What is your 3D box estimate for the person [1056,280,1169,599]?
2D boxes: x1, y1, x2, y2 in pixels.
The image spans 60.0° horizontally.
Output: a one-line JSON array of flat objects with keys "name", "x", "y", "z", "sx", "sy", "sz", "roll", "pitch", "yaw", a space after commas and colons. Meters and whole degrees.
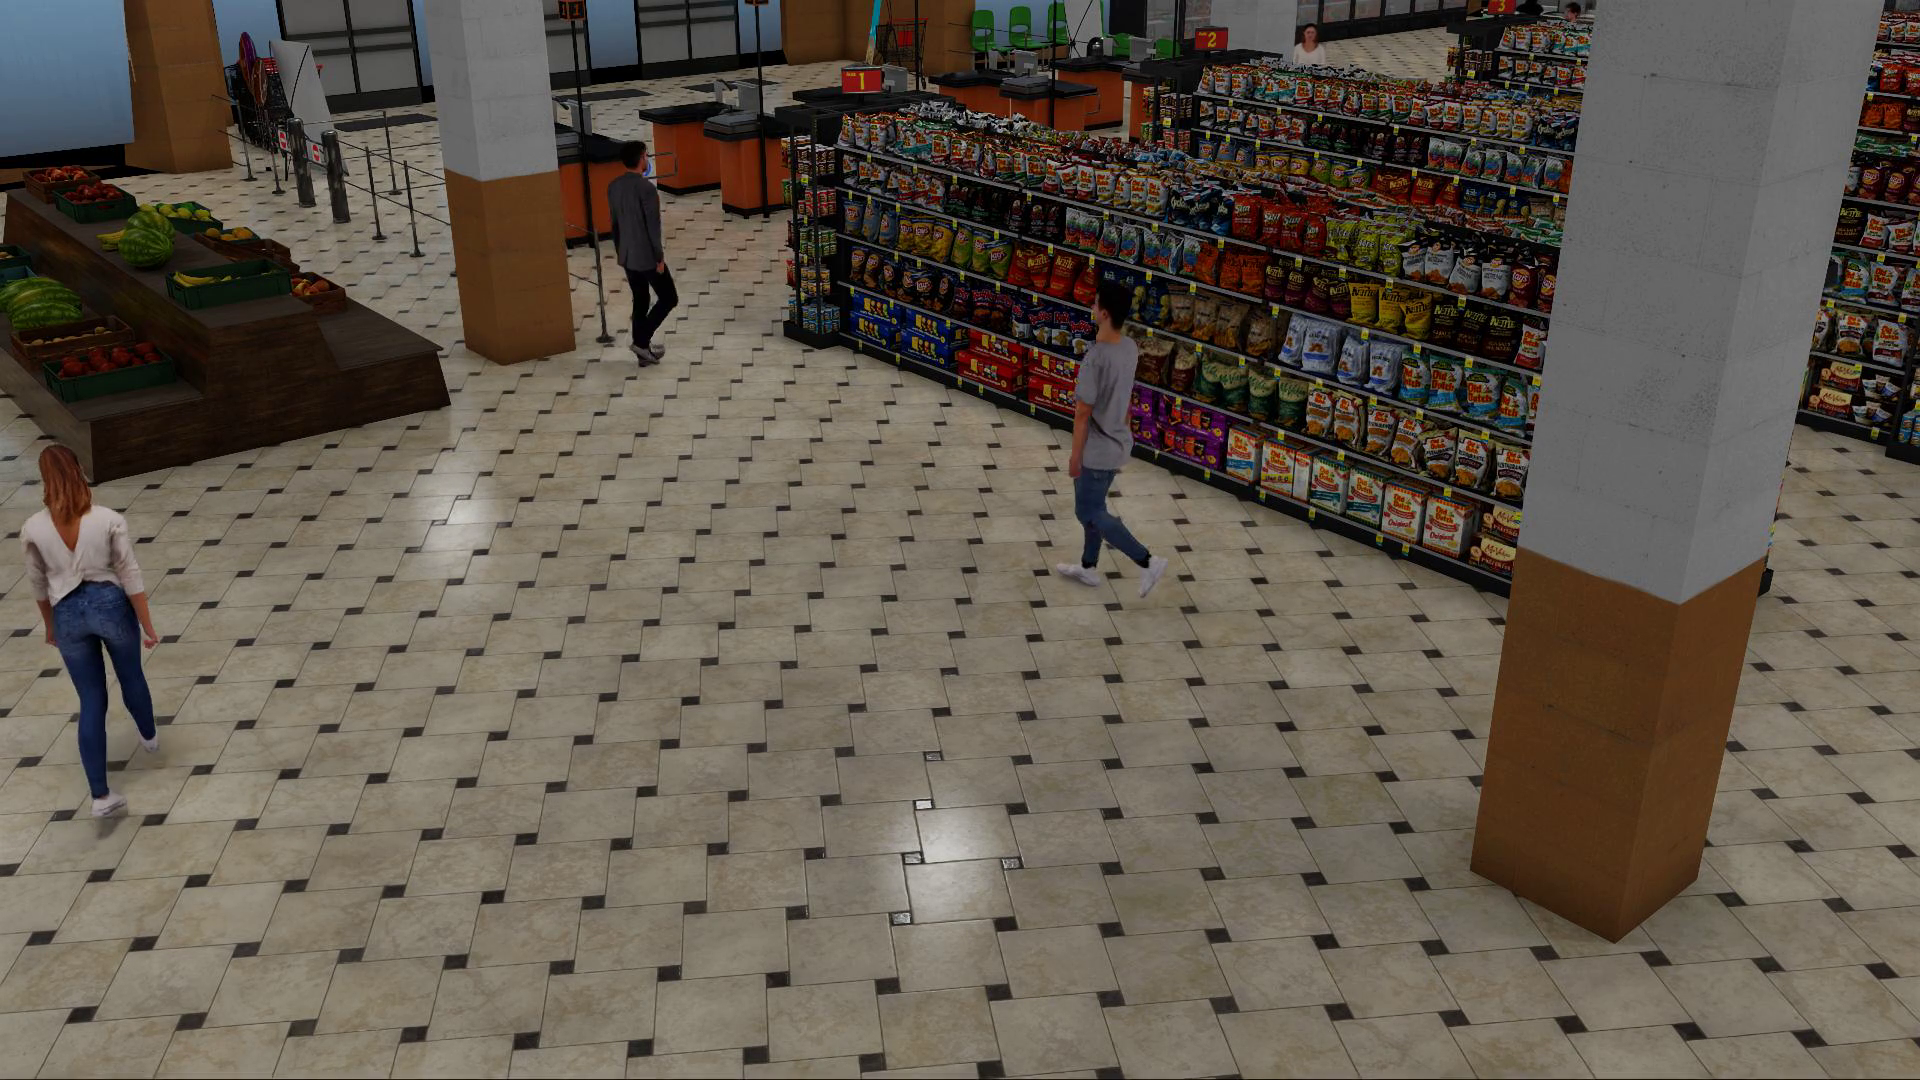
[{"name": "person", "x": 0.890, "y": -0.535, "z": 9.550, "sx": 1.111, "sy": 1.876, "sz": 0.861, "roll": 15, "pitch": 28, "yaw": 30}]

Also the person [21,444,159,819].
[{"name": "person", "x": -3.937, "y": 0.445, "z": 7.555, "sx": 0.925, "sy": 1.680, "sz": 1.237, "roll": -6, "pitch": 24, "yaw": -13}]

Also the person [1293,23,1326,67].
[{"name": "person", "x": 4.709, "y": -6.163, "z": 22.644, "sx": 0.678, "sy": 1.690, "sz": 0.765, "roll": 6, "pitch": 24, "yaw": 13}]

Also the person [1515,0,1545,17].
[{"name": "person", "x": 9.166, "y": -8.068, "z": 26.950, "sx": 0.712, "sy": 1.729, "sz": 0.770, "roll": 2, "pitch": 24, "yaw": 4}]

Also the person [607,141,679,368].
[{"name": "person", "x": -2.652, "y": -2.291, "z": 13.585, "sx": 0.773, "sy": 1.859, "sz": 0.859, "roll": 15, "pitch": 28, "yaw": 31}]
